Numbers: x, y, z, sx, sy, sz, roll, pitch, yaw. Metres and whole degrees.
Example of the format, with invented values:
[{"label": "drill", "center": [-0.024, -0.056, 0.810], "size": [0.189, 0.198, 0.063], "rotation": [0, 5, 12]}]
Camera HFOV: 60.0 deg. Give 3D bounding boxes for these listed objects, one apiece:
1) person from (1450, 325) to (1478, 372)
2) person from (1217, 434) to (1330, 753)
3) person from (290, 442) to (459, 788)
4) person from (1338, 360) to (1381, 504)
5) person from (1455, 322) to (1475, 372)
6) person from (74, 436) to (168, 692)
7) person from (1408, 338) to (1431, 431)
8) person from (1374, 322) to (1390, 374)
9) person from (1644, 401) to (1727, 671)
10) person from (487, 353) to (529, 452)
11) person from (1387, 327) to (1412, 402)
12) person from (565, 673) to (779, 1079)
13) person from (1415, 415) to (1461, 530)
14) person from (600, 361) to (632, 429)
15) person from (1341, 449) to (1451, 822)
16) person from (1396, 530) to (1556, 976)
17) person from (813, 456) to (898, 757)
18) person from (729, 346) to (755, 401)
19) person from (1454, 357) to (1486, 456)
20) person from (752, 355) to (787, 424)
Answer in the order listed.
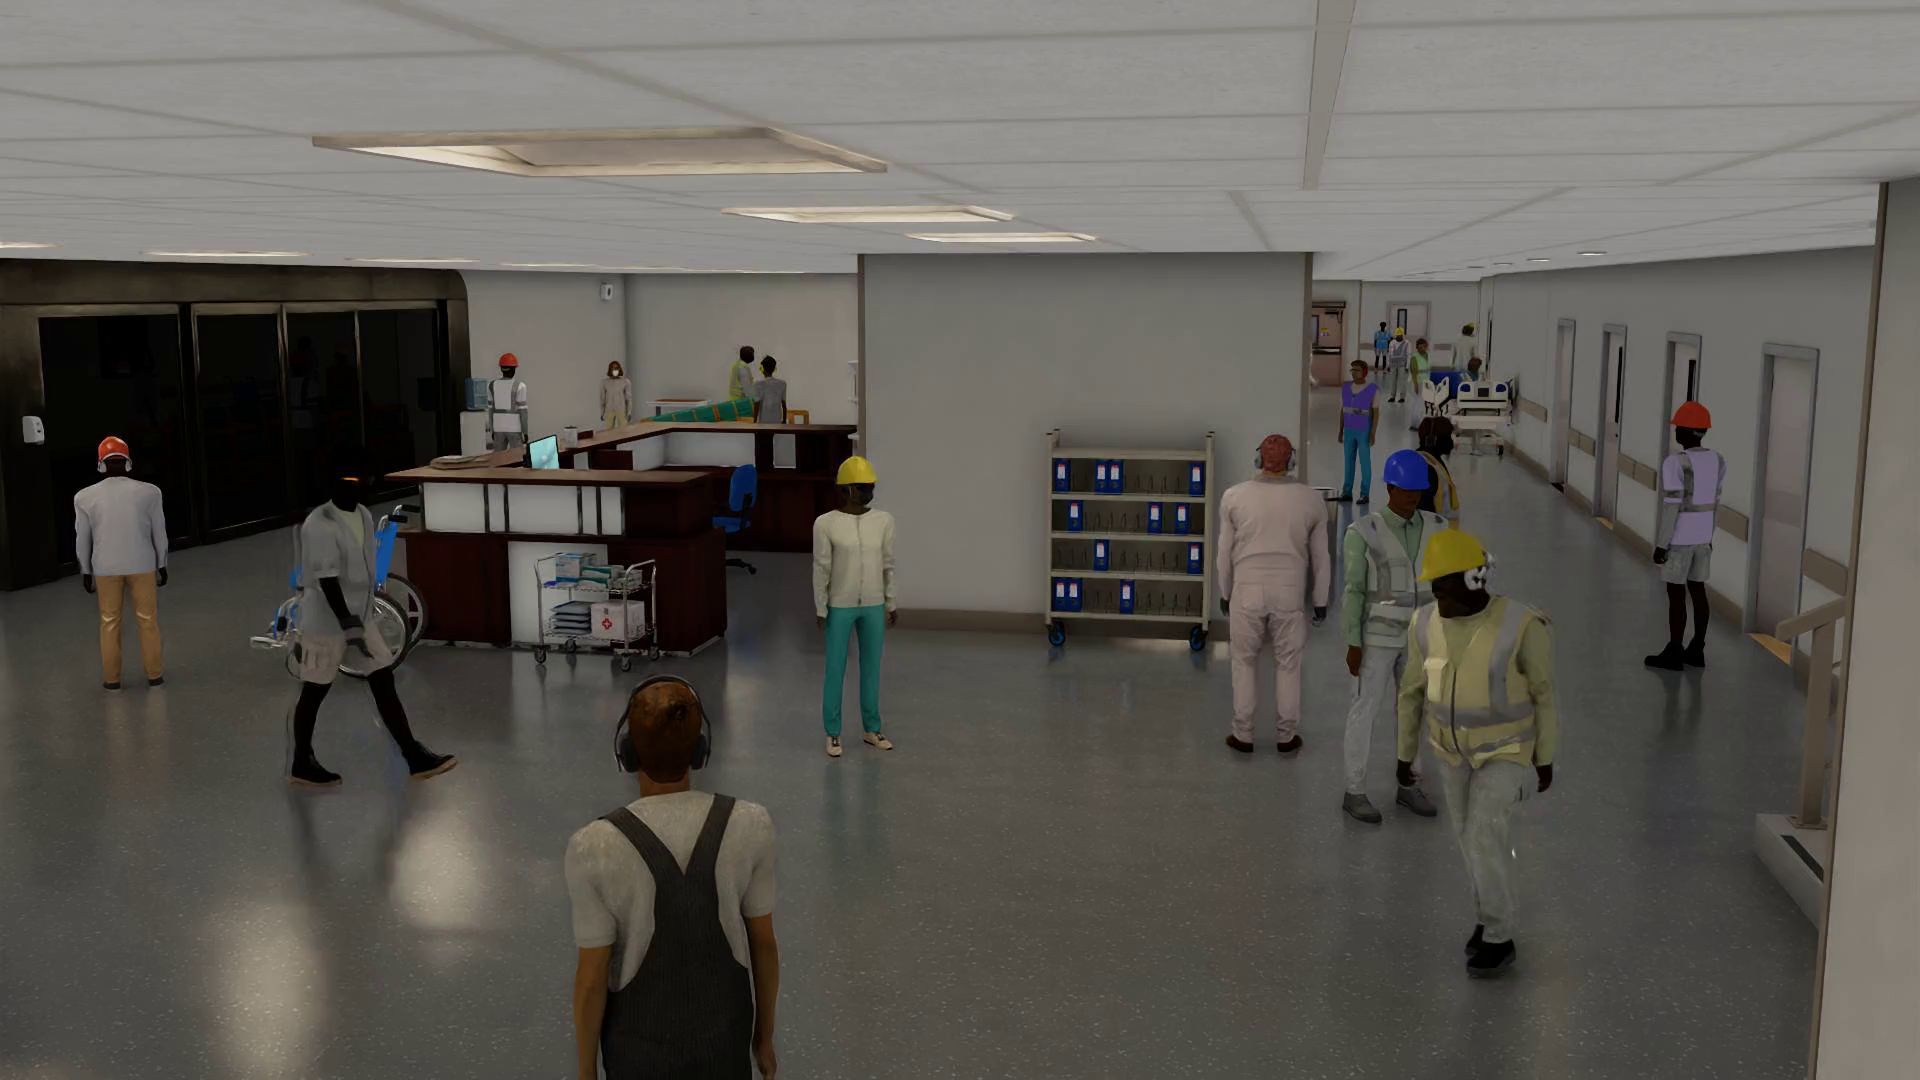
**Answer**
[{"label": "person", "center": [11.727, -4.030, 38.637], "size": [0.648, 1.923, 0.462], "rotation": [7, 11, 39]}, {"label": "person", "center": [1.851, 0.316, 9.884], "size": [0.655, 1.893, 0.402], "rotation": [1, 9, 4]}, {"label": "person", "center": [-3.262, 0.428, 9.045], "size": [1.010, 1.909, 0.616], "rotation": [2, 9, 14]}, {"label": "person", "center": [5.115, -1.388, 21.331], "size": [0.388, 1.847, 0.564], "rotation": [-8, 12, -42]}, {"label": "person", "center": [16.087, -6.051, 52.759], "size": [0.869, 1.705, 0.500], "rotation": [-6, 10, -34]}, {"label": "person", "center": [-5.723, 0.163, 11.380], "size": [0.564, 1.743, 0.352], "rotation": [-4, 10, -26]}, {"label": "person", "center": [8.902, -3.010, 32.250], "size": [0.423, 1.806, 0.662], "rotation": [8, 12, 43]}, {"label": "person", "center": [13.720, -6.247, 54.084], "size": [0.532, 1.693, 0.319], "rotation": [1, 9, 7]}, {"label": "person", "center": [5.226, -0.028, 11.992], "size": [0.545, 1.942, 0.354], "rotation": [-4, 10, -27]}, {"label": "person", "center": [-5.800, -1.439, 21.422], "size": [0.546, 1.929, 0.393], "rotation": [2, 9, 13]}, {"label": "person", "center": [10.657, -4.248, 40.409], "size": [0.590, 1.824, 0.403], "rotation": [8, 12, 42]}, {"label": "person", "center": [-0.681, 1.225, 3.987], "size": [0.505, 1.847, 0.344], "rotation": [-4, 9, -24]}, {"label": "person", "center": [3.394, 0.016, 12.042], "size": [0.429, 1.841, 0.633], "rotation": [3, 9, 18]}, {"label": "person", "center": [-5.363, -1.973, 25.924], "size": [0.501, 1.633, 0.282], "rotation": [0, 9, 0]}, {"label": "person", "center": [2.248, 0.495, 8.568], "size": [0.599, 1.939, 0.421], "rotation": [-2, 9, -16]}, {"label": "person", "center": [2.073, 0.842, 6.743], "size": [0.604, 1.786, 0.601], "rotation": [-8, 11, -41]}, {"label": "person", "center": [-0.614, 0.385, 9.821], "size": [0.530, 1.772, 0.299], "rotation": [-4, 10, -26]}, {"label": "person", "center": [-3.549, -2.307, 27.559], "size": [0.695, 1.809, 0.641], "rotation": [-1, 9, -9]}, {"label": "person", "center": [8.462, -2.223, 27.589], "size": [0.528, 1.620, 0.582], "rotation": [-1, 9, -6]}, {"label": "person", "center": [-2.533, -1.516, 22.107], "size": [0.507, 1.872, 0.329], "rotation": [-5, 10, -31]}]
